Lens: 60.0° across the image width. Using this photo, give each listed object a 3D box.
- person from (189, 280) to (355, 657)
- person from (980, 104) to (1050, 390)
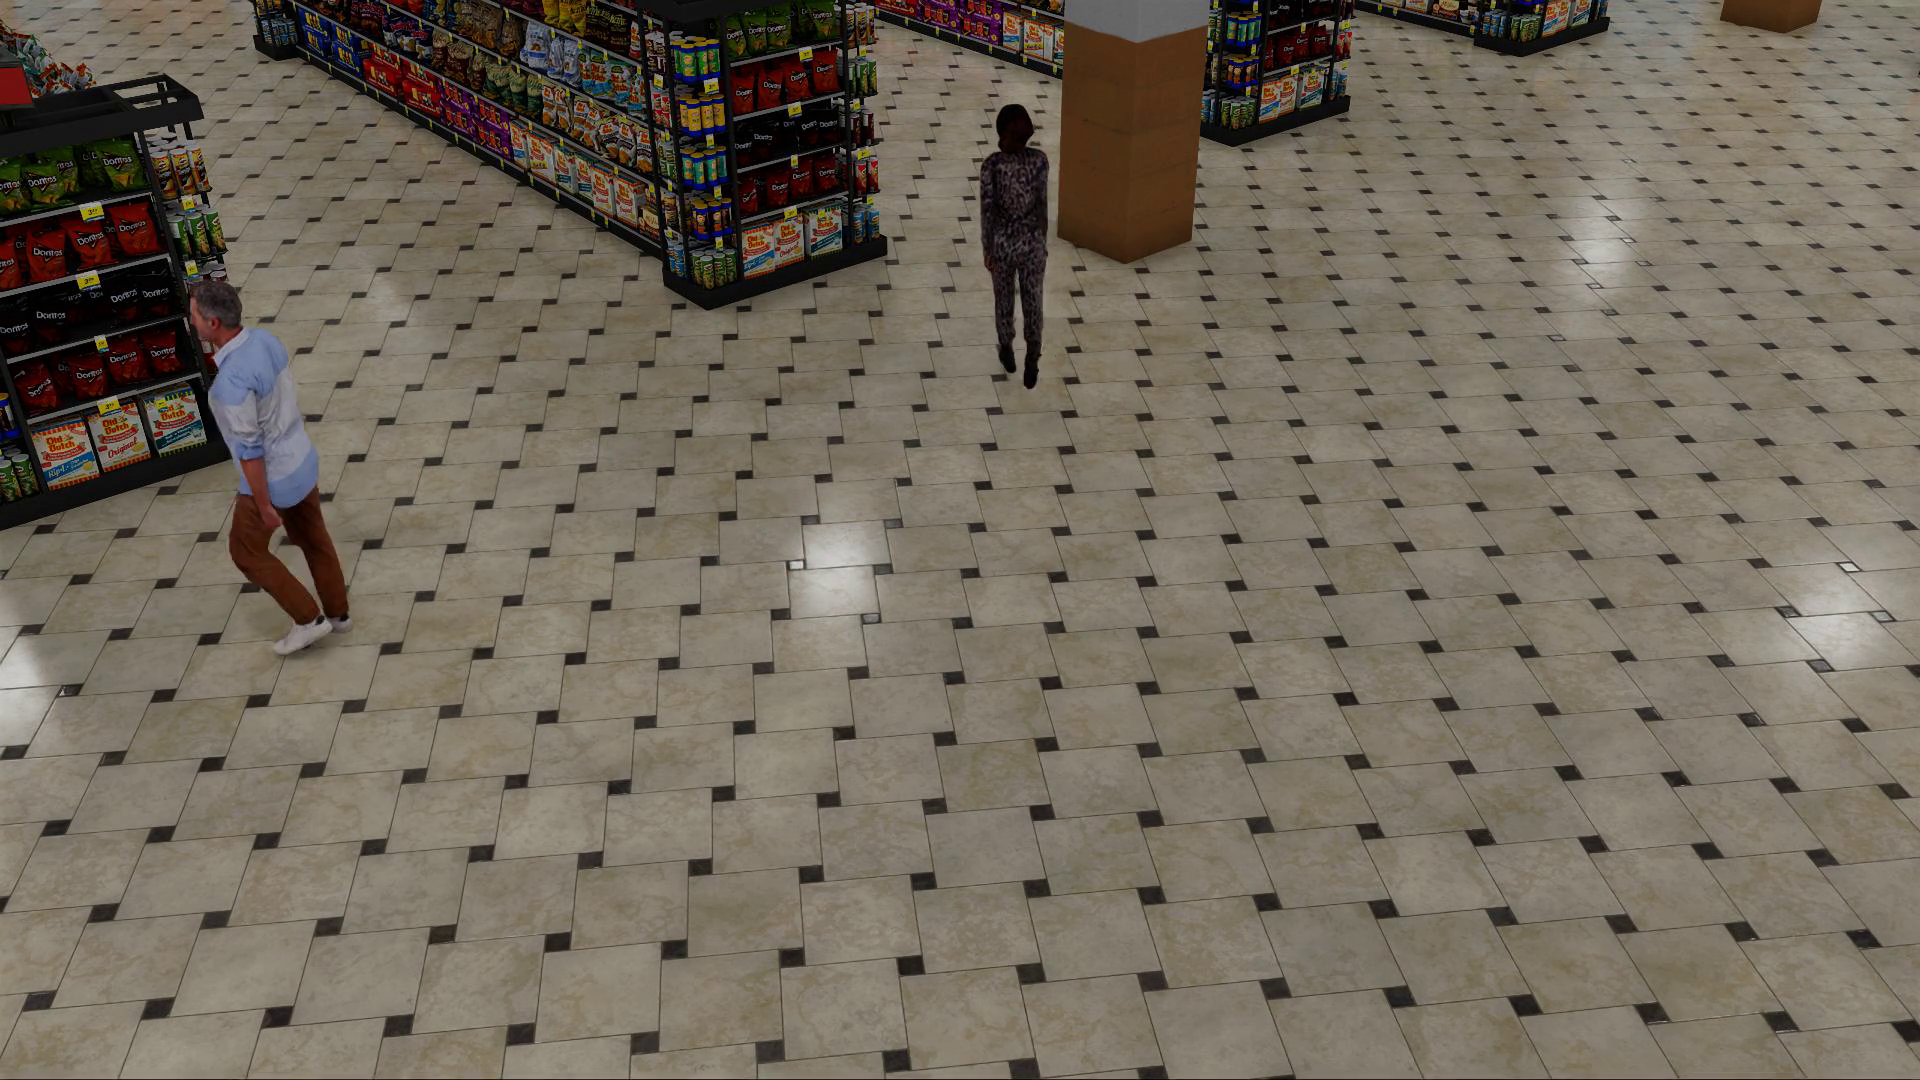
[{"bbox_3d":[-2.966,-0.311,7.404,0.874,1.811,0.807,2,32,2],"label":"person"},{"bbox_3d":[0.347,-1.674,9.703,0.901,1.697,1.070,-5,32,-8],"label":"person"}]
